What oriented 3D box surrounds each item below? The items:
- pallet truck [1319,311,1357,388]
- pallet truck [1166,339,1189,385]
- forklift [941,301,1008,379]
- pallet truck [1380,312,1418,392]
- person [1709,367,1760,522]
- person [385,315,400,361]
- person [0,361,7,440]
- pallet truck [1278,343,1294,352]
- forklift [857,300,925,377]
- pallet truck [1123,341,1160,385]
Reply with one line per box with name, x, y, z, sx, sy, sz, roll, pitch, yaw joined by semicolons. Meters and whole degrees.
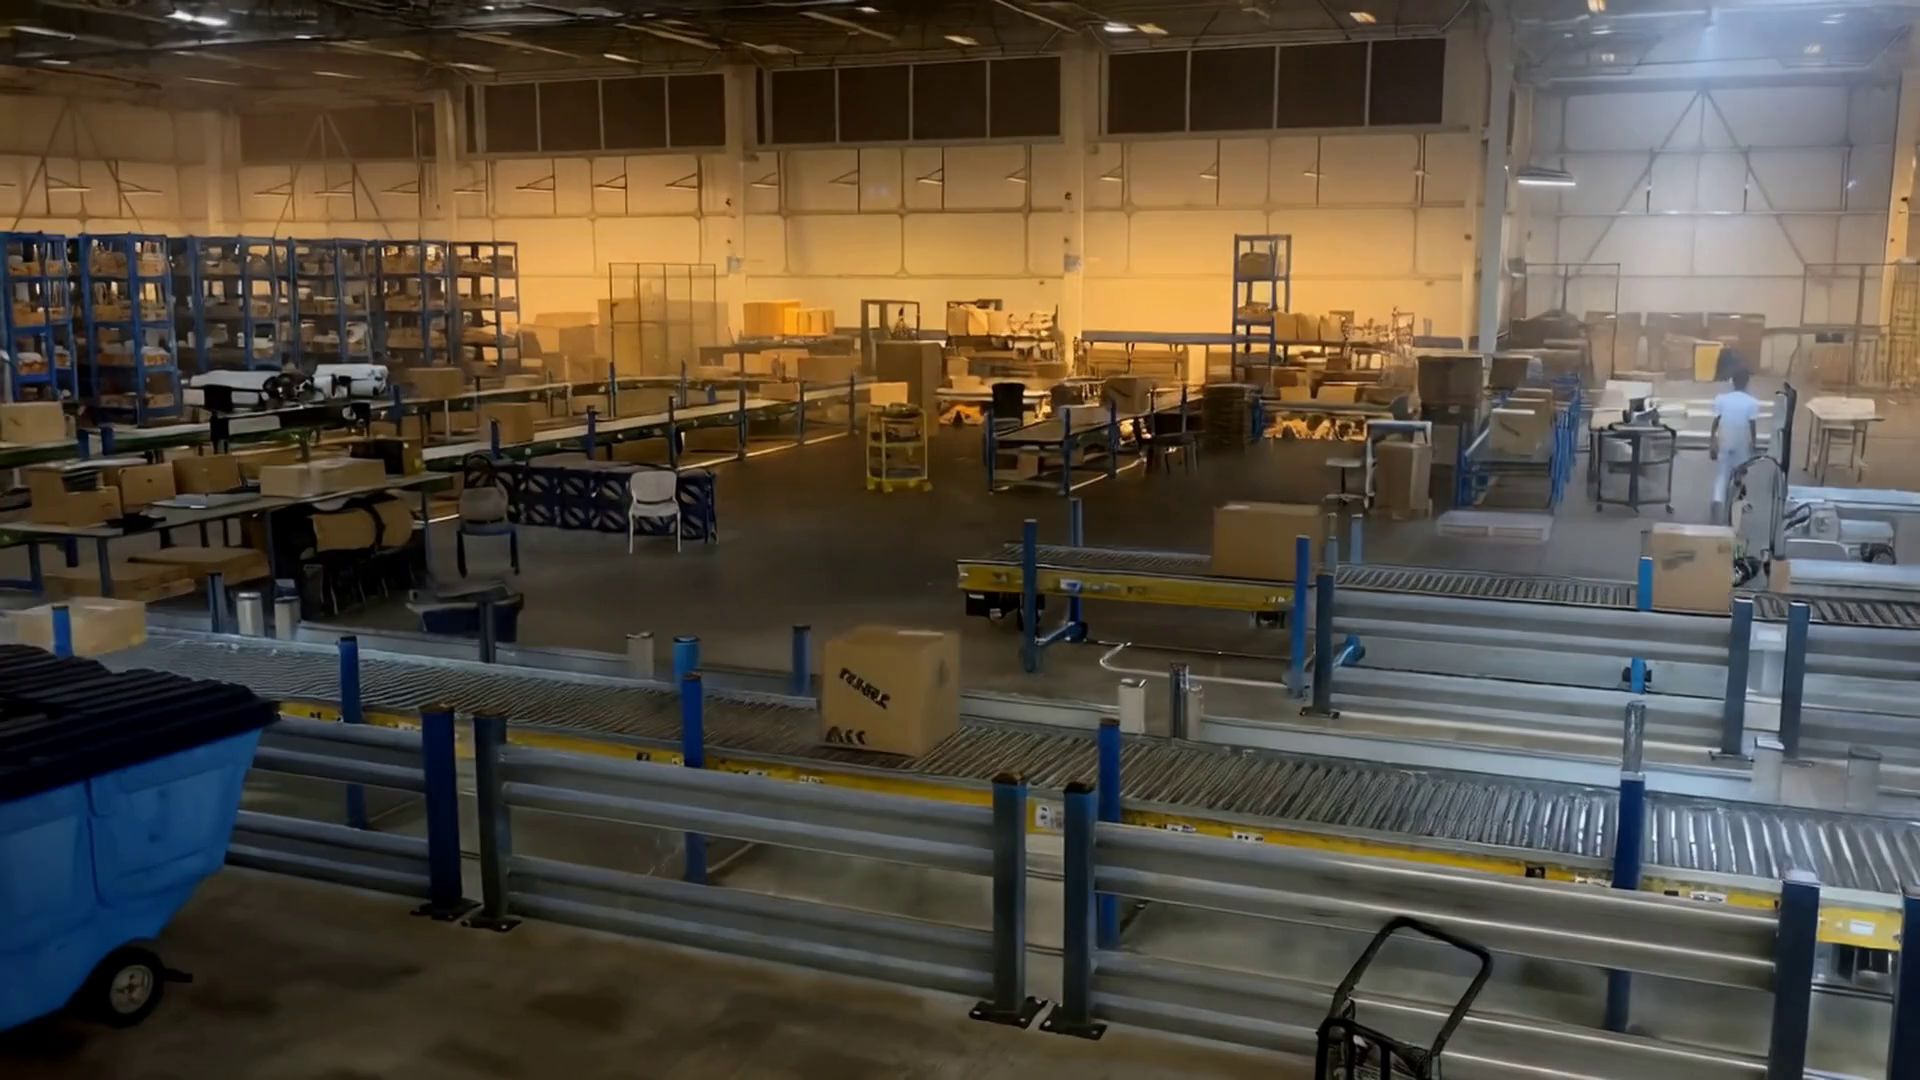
pallet truck;9.071;-4.419;39.190;0.823;1.965;1.885;5;10;26
pallet truck;5.418;-4.269;40.420;0.704;1.261;1.522;3;10;20
forklift;0.365;-4.966;41.571;1.157;1.987;2.680;3;10;20
pallet truck;10.207;-4.283;38.369;0.823;1.965;1.885;3;10;20
person;9.065;-1.099;19.518;0.542;1.846;0.623;8;12;39
person;-16.248;-5.818;47.730;0.608;1.987;0.406;6;11;32
person;-15.201;-2.194;26.115;0.655;1.875;0.495;3;10;19
pallet truck;7.886;-4.163;39.743;0.653;1.274;1.630;4;10;22
forklift;-1.732;-5.109;42.468;1.157;1.987;2.680;4;10;22
pallet truck;4.445;-4.380;41.279;0.680;1.201;1.601;4;10;22
